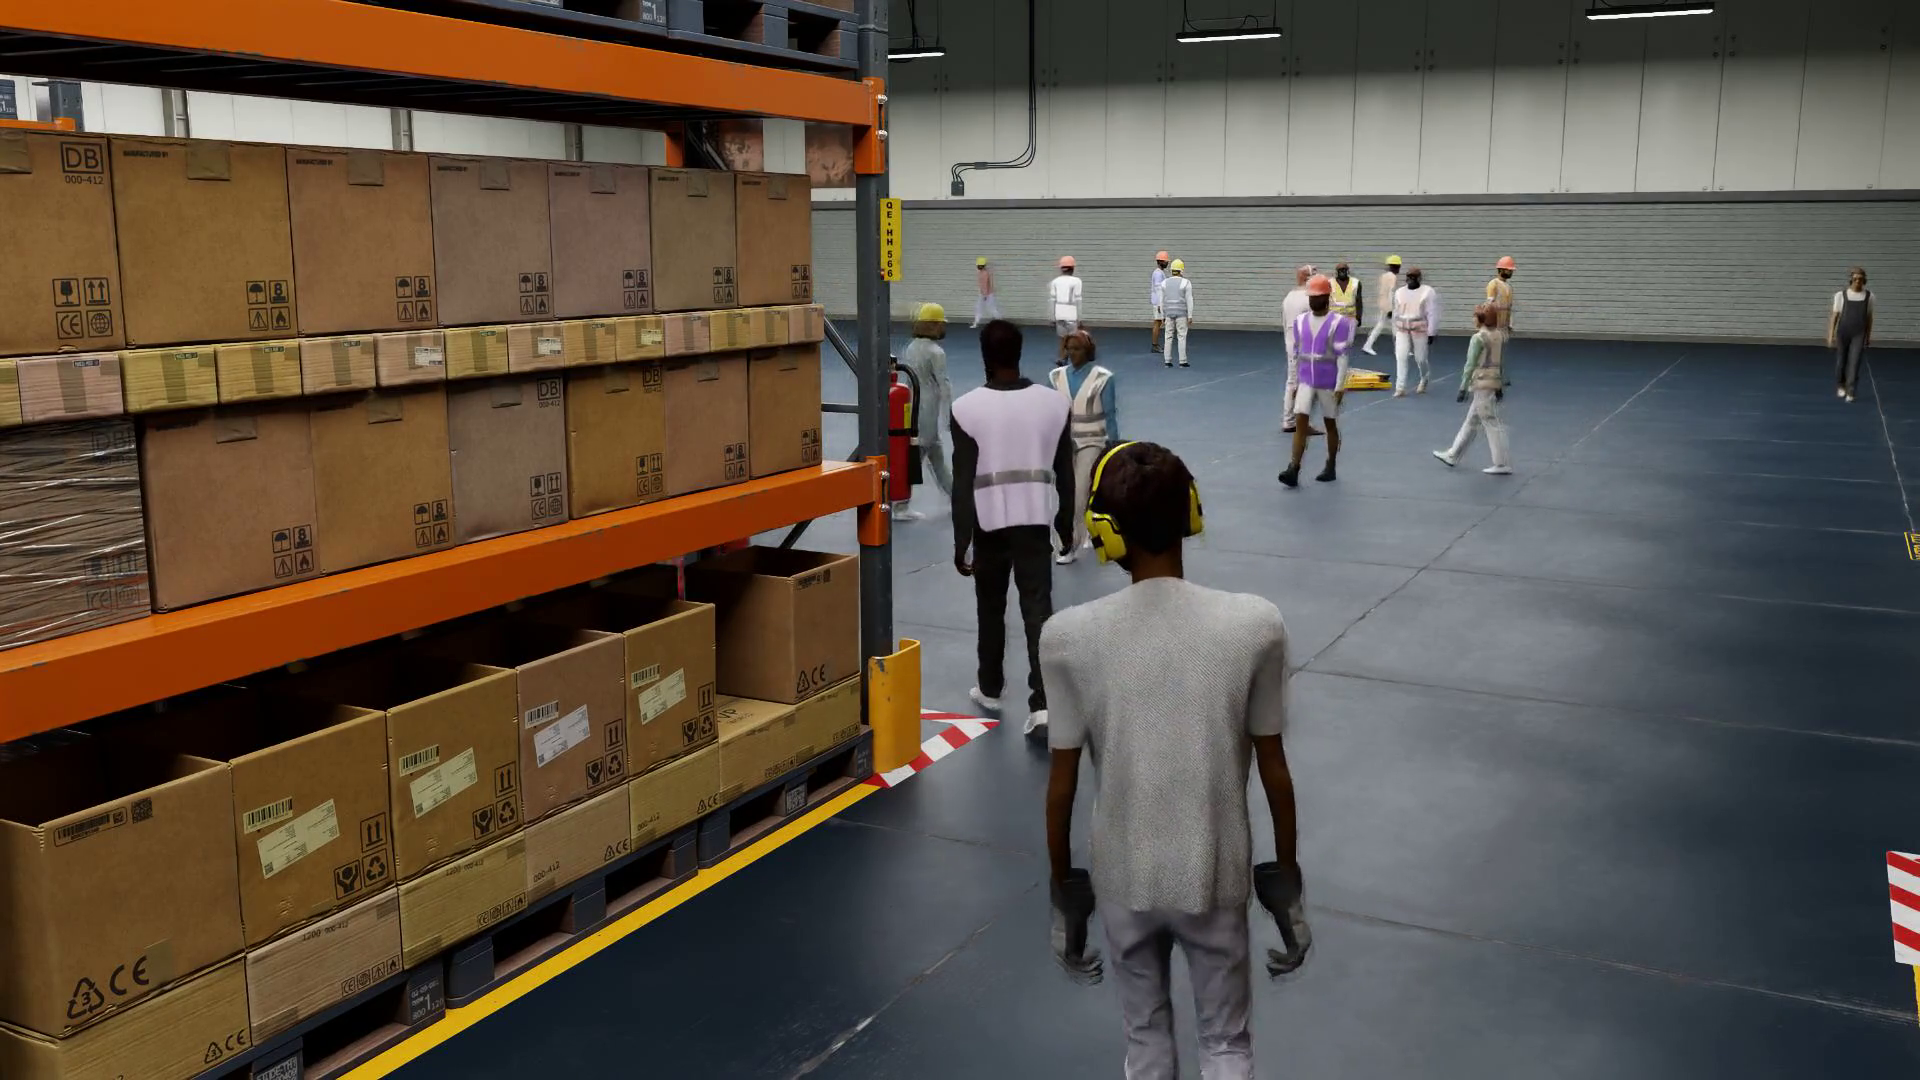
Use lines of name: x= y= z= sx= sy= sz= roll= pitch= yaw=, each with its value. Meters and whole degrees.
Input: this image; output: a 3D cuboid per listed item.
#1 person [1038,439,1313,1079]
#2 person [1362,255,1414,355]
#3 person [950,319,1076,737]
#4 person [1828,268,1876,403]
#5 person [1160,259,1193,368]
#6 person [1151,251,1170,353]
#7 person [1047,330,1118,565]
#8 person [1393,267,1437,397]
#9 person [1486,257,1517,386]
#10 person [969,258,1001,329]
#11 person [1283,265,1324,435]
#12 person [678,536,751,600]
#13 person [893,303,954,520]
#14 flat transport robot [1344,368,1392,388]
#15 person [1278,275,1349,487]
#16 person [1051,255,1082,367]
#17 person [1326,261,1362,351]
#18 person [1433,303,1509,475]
person: x=0.427 y=0.728 z=3.311 sx=0.561 sy=1.845 sz=0.560 roll=1 pitch=10 yaw=8
person: x=8.002 y=-4.376 z=31.055 sx=0.966 sy=1.886 sz=0.598 roll=-1 pitch=10 yaw=-4
person: x=0.260 y=-0.056 z=7.571 sx=0.630 sy=1.884 sz=0.972 roll=-2 pitch=11 yaw=-12
person: x=12.149 y=-2.802 z=22.675 sx=0.523 sy=1.819 sz=0.918 roll=5 pitch=12 yaw=26
person: x=3.669 y=-3.816 z=28.111 sx=0.590 sy=1.837 sz=0.403 roll=6 pitch=12 yaw=30
person: x=3.836 y=-4.535 z=31.758 sx=0.363 sy=1.933 sz=0.552 roll=1 pitch=10 yaw=6
person: x=0.855 y=-0.676 z=11.641 sx=0.530 sy=1.598 sz=0.849 roll=6 pitch=12 yaw=30
person: x=6.368 y=-2.911 z=23.268 sx=0.631 sy=1.817 sz=0.856 roll=7 pitch=12 yaw=33
person: x=8.028 y=-3.229 z=24.682 sx=0.548 sy=1.928 sz=0.394 roll=-8 pitch=13 yaw=-37
person: x=0.647 y=-5.951 z=40.108 sx=0.860 sy=1.707 sz=0.561 roll=-4 pitch=11 yaw=-23
person: x=3.905 y=-2.141 z=18.786 sx=0.403 sy=1.906 sz=0.650 roll=-3 pitch=11 yaw=-18
person: x=-1.324 y=-0.157 z=8.456 sx=0.816 sy=1.734 sz=0.525 roll=6 pitch=12 yaw=30
person: x=-0.179 y=-1.021 z=13.216 sx=0.880 sy=1.694 sz=0.514 roll=-6 pitch=12 yaw=-28
flat transport robot: x=5.812 y=-2.420 z=24.771 sx=0.652 sy=0.197 sz=1.431 roll=-2 pitch=11 yaw=-12
person: x=3.188 y=-1.421 z=14.911 sx=0.565 sy=1.882 sz=0.975 roll=7 pitch=13 yaw=35
person: x=1.703 y=-3.576 z=26.572 sx=0.565 sy=1.918 sz=0.501 roll=8 pitch=13 yaw=36
person: x=6.289 y=-3.679 z=27.415 sx=0.634 sy=1.818 sz=0.722 roll=1 pitch=10 yaw=5
person: x=4.884 y=-1.434 z=15.756 sx=0.844 sy=1.589 sz=0.540 roll=9 pitch=14 yaw=42
